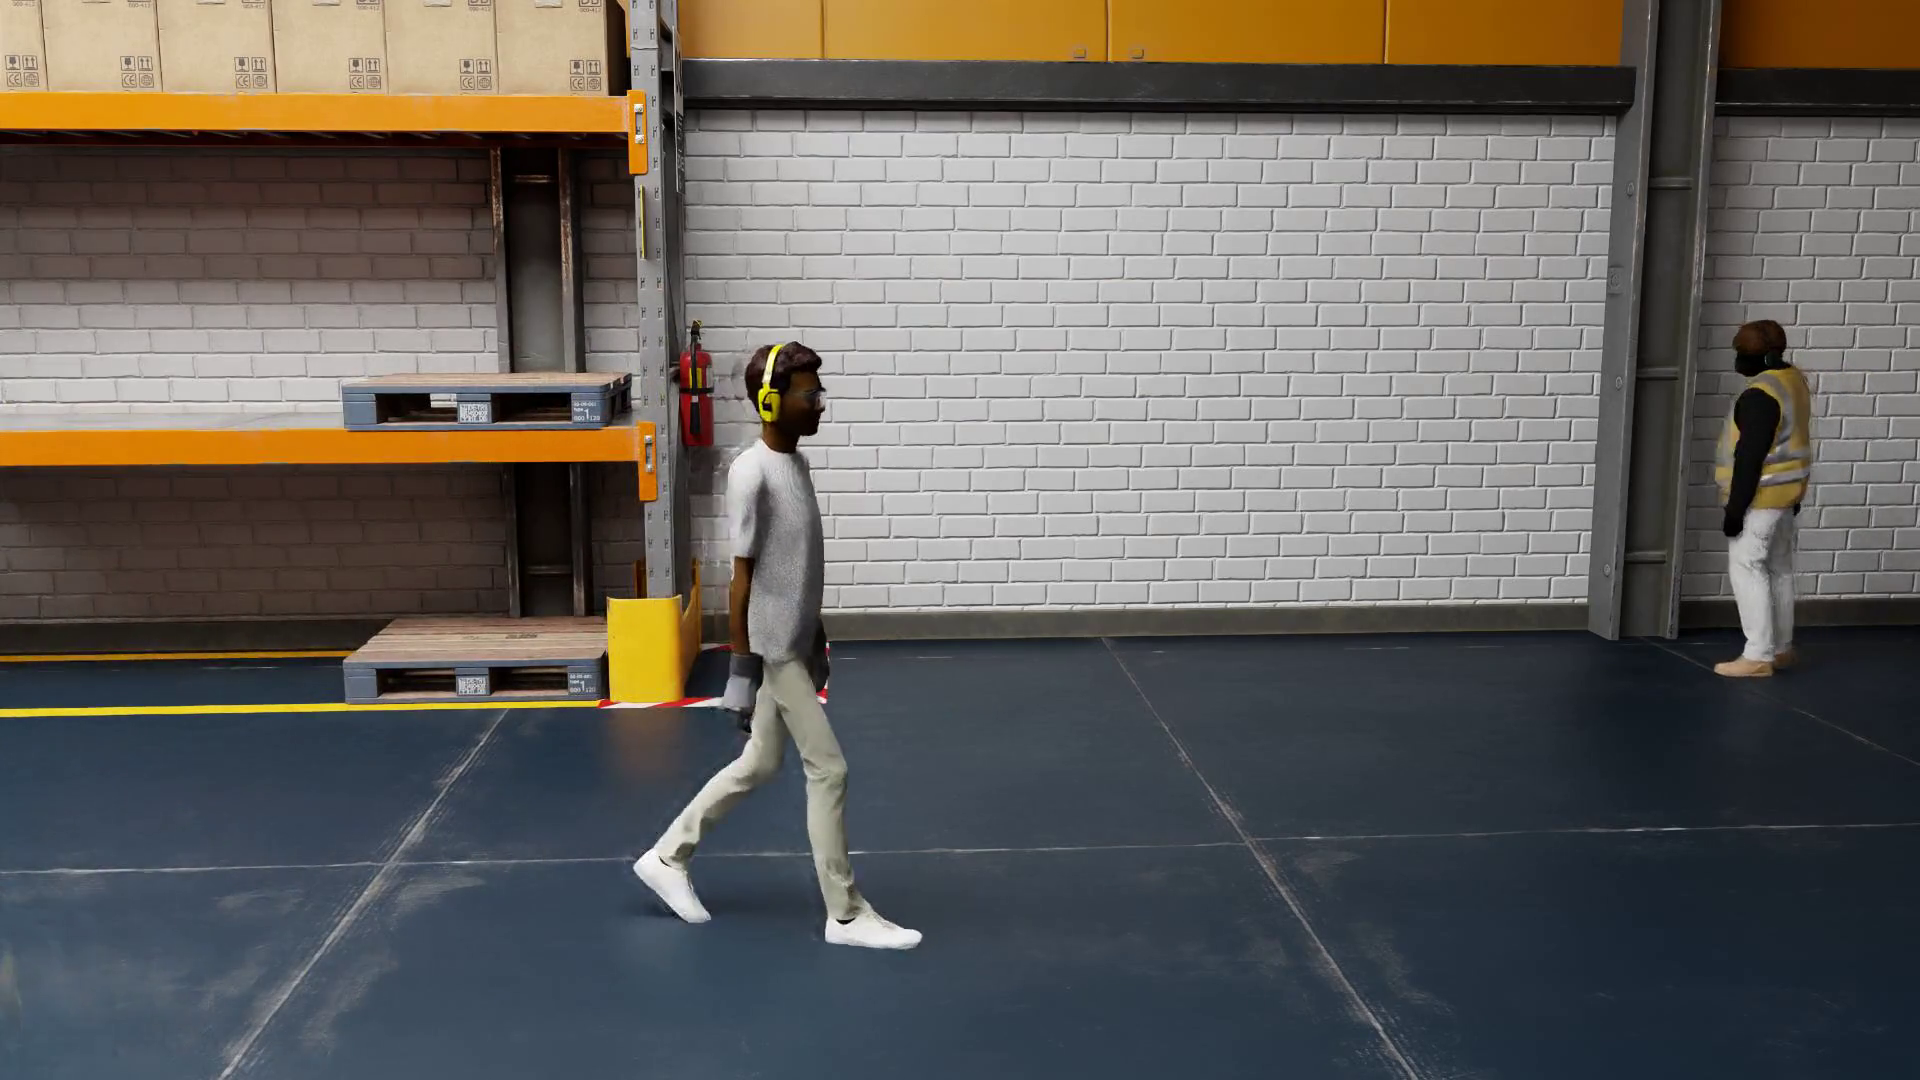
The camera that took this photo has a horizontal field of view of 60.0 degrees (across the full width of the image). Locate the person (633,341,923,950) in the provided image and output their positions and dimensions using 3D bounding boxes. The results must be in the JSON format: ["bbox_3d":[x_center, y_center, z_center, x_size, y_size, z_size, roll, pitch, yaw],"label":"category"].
[{"bbox_3d":[-0.592,0.316,5.026,0.909,1.841,0.527,2,9,11],"label":"person"}]

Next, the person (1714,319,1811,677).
[{"bbox_3d":[4.071,-0.208,8.432,0.432,1.813,0.782,8,12,42],"label":"person"}]
